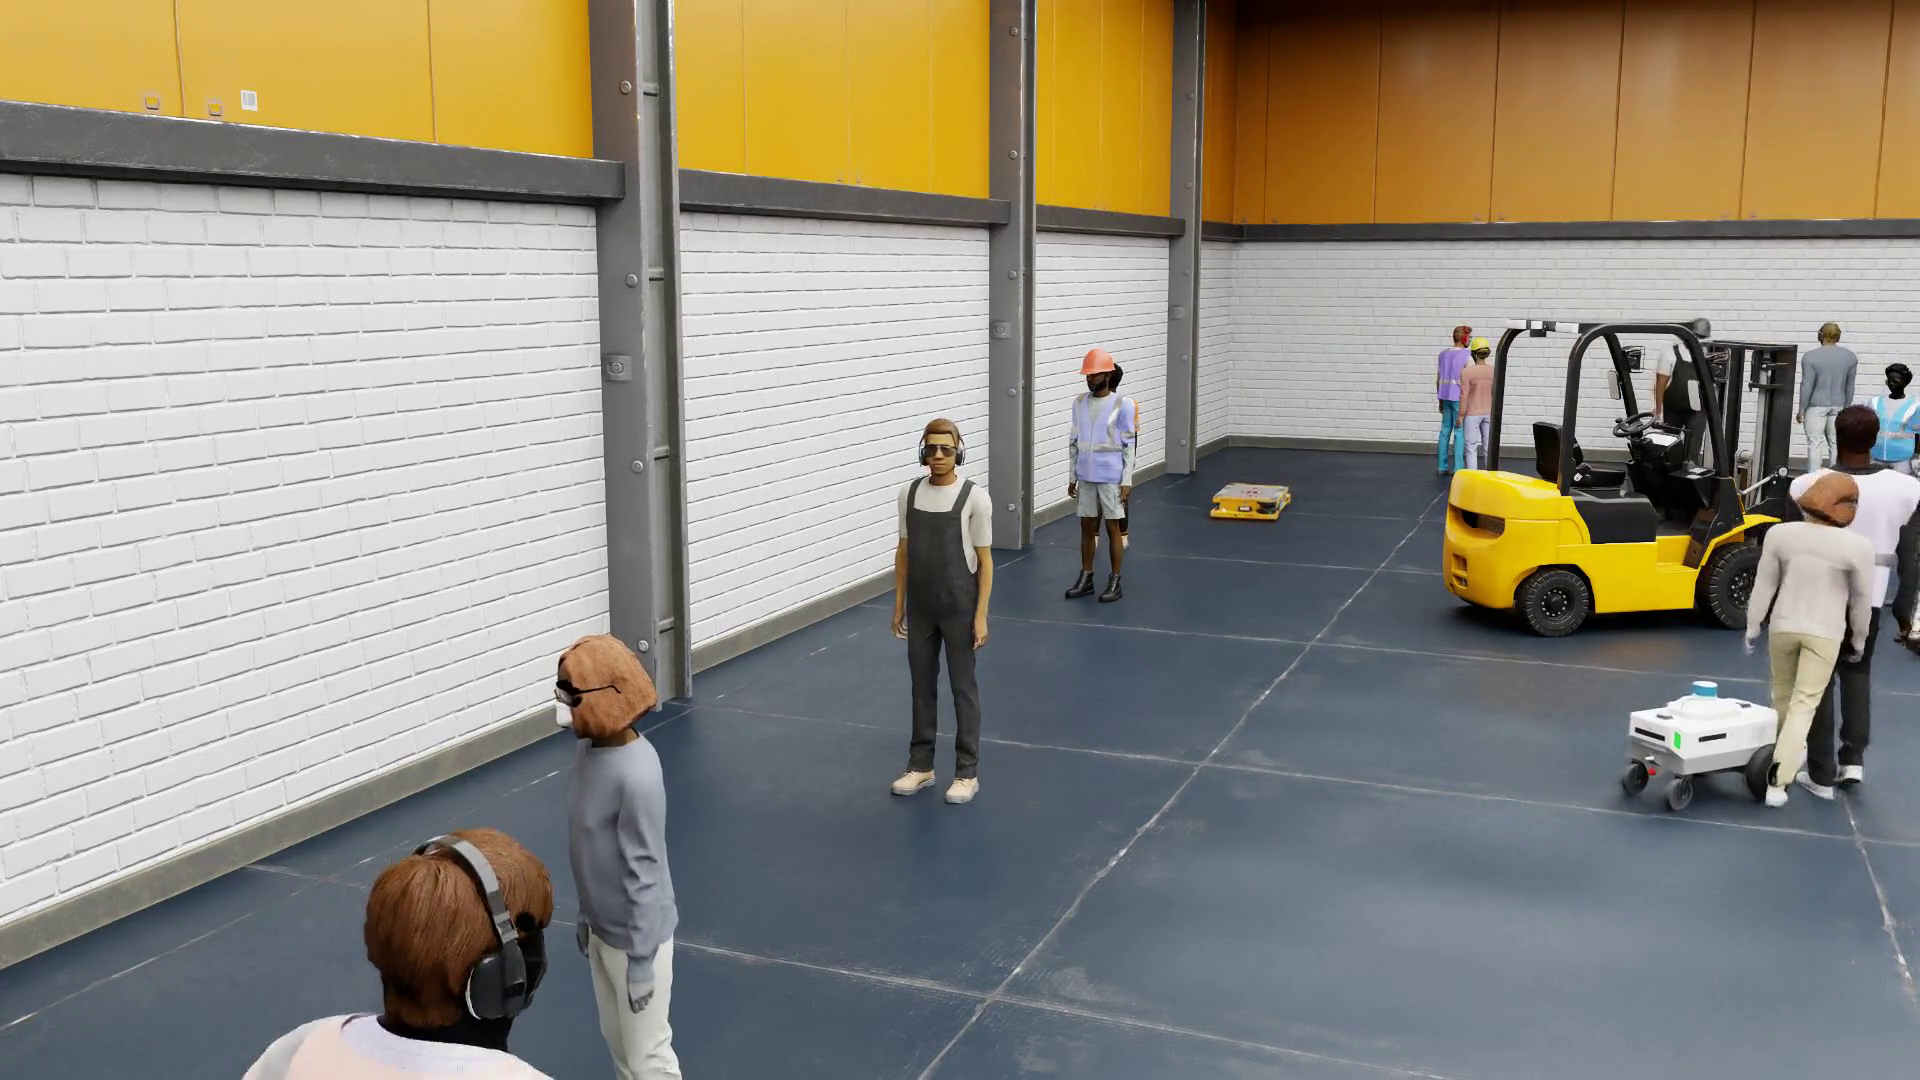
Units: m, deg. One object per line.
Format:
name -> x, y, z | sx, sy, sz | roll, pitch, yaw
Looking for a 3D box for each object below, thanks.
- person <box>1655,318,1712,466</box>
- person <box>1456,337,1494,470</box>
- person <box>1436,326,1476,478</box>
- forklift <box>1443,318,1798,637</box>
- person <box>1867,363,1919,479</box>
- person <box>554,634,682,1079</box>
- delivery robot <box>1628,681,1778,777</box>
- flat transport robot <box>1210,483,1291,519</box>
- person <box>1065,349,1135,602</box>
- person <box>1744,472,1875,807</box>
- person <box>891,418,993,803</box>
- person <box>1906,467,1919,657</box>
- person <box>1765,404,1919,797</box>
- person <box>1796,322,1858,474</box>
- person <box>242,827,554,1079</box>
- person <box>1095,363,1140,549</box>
person -> 8.497, -1.651, 19.447 | 0.695, 2.000, 1.055 | 2, 10, 13
person -> 5.830, -1.399, 18.748 | 0.528, 1.767, 0.329 | -3, 10, -16
person -> 6.004, -1.673, 20.175 | 0.375, 1.841, 0.567 | -5, 11, -28
forklift -> 4.706, -0.497, 11.990 | 2.313, 2.155, 1.214 | -2, 10, -10
person -> 8.383, -0.742, 14.981 | 0.319, 1.696, 0.532 | -8, 13, -41
person -> -0.897, 1.045, 4.380 | 0.288, 1.626, 0.498 | -5, 11, -30
delivery robot -> 3.587, 0.927, 8.035 | 0.707, 0.478, 0.477 | -4, 10, -24
flat transport robot -> 3.032, -0.411, 17.281 | 0.652, 0.197, 1.431 | 3, 10, 17
person -> 1.055, -0.489, 12.717 | 0.551, 1.935, 0.371 | 7, 11, 35
person -> 4.106, 0.458, 8.009 | 0.817, 1.585, 0.523 | -8, 13, -42
person -> -0.096, 0.337, 7.988 | 0.513, 1.846, 0.335 | 5, 11, 27
person -> 6.544, -0.135, 10.898 | 0.596, 1.822, 1.018 | 9, 13, 43
person -> 4.253, 0.293, 8.058 | 0.623, 1.905, 0.500 | 2, 10, 10
person -> 9.725, -1.478, 18.710 | 0.630, 1.938, 0.369 | 0, 9, -2
person -> -0.657, 1.285, 2.281 | 0.649, 1.832, 0.441 | 5, 11, 28
person -> 1.356, -0.752, 15.062 | 0.534, 1.691, 0.318 | -1, 9, -5
